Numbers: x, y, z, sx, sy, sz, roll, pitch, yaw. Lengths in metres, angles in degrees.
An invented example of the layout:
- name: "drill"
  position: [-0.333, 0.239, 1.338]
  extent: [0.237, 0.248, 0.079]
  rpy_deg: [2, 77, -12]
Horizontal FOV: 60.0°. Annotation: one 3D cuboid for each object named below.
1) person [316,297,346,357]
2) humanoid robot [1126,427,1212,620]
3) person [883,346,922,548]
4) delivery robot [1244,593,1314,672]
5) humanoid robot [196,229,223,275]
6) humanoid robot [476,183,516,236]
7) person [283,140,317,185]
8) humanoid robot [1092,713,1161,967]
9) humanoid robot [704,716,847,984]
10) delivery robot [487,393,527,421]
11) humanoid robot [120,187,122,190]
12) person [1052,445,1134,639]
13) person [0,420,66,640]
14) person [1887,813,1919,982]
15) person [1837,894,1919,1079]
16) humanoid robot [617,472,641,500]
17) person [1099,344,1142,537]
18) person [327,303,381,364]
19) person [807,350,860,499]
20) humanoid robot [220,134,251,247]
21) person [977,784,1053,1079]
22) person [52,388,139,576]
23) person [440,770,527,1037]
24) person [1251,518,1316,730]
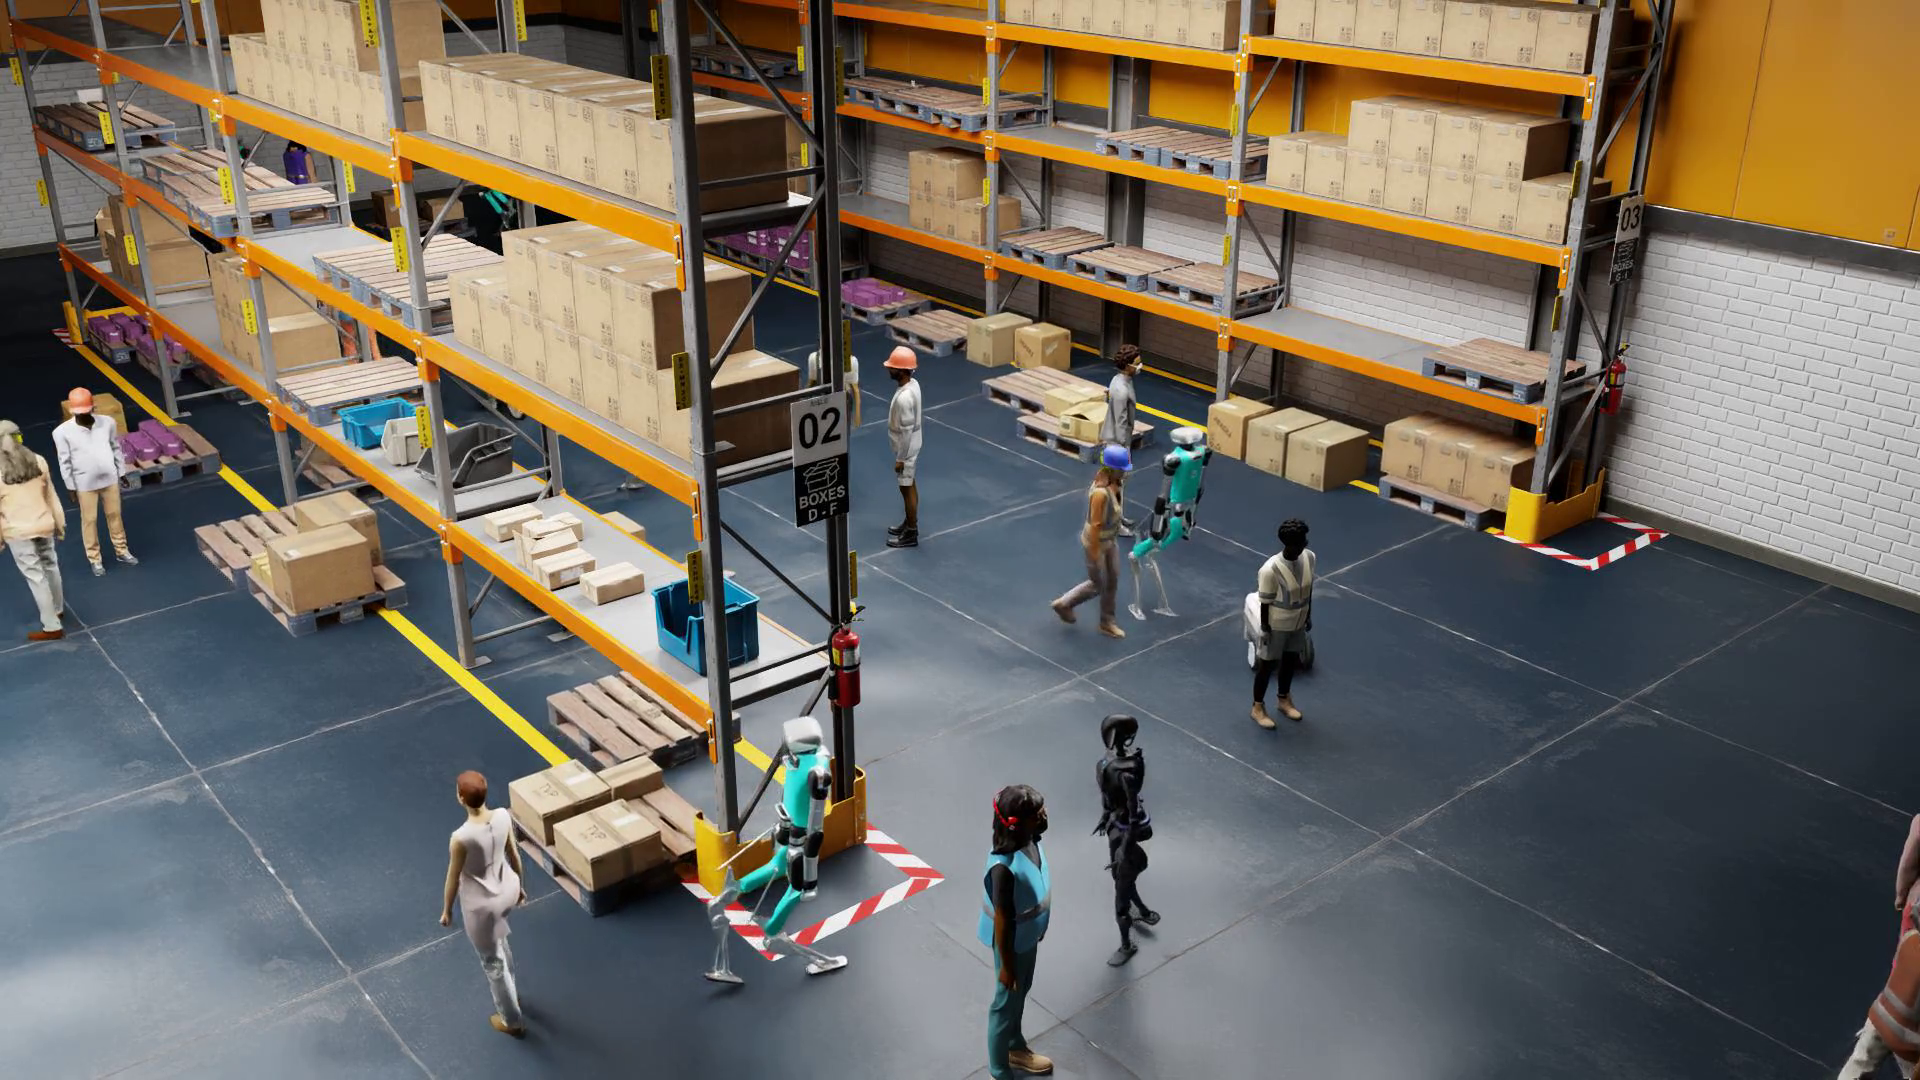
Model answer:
- name: "person"
  position: [-8.041, -3.117, 20.847]
  extent: [0.897, 1.864, 0.668]
  rpy_deg: [7, 24, 16]
- name: "humanoid robot"
  position: [1.687, -0.165, 14.175]
  extent: [0.539, 1.788, 0.784]
  rpy_deg: [-20, 30, -38]
- name: "person"
  position: [-0.532, -0.875, 15.561]
  extent: [0.348, 1.942, 0.544]
  rpy_deg: [1, 23, 2]
- name: "delivery robot"
  position: [2.574, 0.710, 13.613]
  extent: [0.499, 0.575, 0.759]
  rpy_deg: [-2, 23, -5]
- name: "humanoid robot"
  position: [-10.580, -4.115, 23.484]
  extent: [0.683, 1.647, 0.602]
  rpy_deg: [-1, 23, -1]
- name: "humanoid robot"
  position: [-7.536, -5.711, 27.142]
  extent: [0.837, 1.880, 0.550]
  rpy_deg: [8, 25, 18]
- name: "person"
  position: [-10.439, -5.566, 26.436]
  extent: [0.534, 1.931, 0.420]
  rpy_deg: [8, 25, 19]
- name: "humanoid robot"
  position: [1.023, 1.736, 9.854]
  extent: [0.465, 1.648, 0.604]
  rpy_deg: [-3, 24, -8]
- name: "humanoid robot"
  position: [-1.160, 1.882, 9.505]
  extent: [1.027, 1.770, 0.534]
  rpy_deg: [-10, 25, -21]
- name: "delivery robot"
  position: [-5.141, -1.722, 19.290]
  extent: [0.814, 0.610, 0.499]
  rpy_deg: [14, 27, 30]
- name: "humanoid robot"
  position: [-11.883, -4.383, 24.045]
  extent: [0.589, 1.628, 0.709]
  rpy_deg: [10, 25, 23]
- name: "person"
  position: [1.122, 0.002, 13.762]
  extent: [0.608, 1.744, 0.492]
  rpy_deg: [14, 27, 29]
- name: "person"
  position: [-7.780, -0.087, 13.889]
  extent: [0.678, 1.841, 0.572]
  rpy_deg: [17, 28, 34]
- name: "person"
  position: [5.369, 2.024, 9.071]
  extent: [0.327, 1.765, 0.524]
  rpy_deg: [-20, 30, -38]
- name: "person"
  position: [4.771, 2.430, 8.261]
  extent: [0.872, 1.635, 0.467]
  rpy_deg: [-3, 24, -6]
- name: "humanoid robot"
  position: [-3.305, -1.273, 16.726]
  extent: [0.667, 1.791, 0.542]
  rpy_deg: [1, 23, 3]
- name: "person"
  position: [1.516, -0.950, 15.802]
  extent: [0.396, 1.892, 0.544]
  rpy_deg: [2, 23, 4]
- name: "person"
  position: [-7.316, -2.700, 20.038]
  extent: [0.627, 1.744, 0.681]
  rpy_deg: [-9, 25, -20]
- name: "person"
  position: [-1.283, -1.292, 16.673]
  extent: [0.576, 1.824, 0.413]
  rpy_deg: [5, 24, 11]
- name: "humanoid robot"
  position: [-11.744, -5.524, 26.704]
  extent: [0.556, 1.873, 0.820]
  rpy_deg: [14, 27, 29]
- name: "person"
  position: [0.298, 2.110, 8.745]
  extent: [0.392, 1.866, 0.518]
  rpy_deg: [8, 25, 18]
- name: "person"
  position: [-7.807, -0.551, 15.054]
  extent: [0.343, 1.744, 0.561]
  rpy_deg: [18, 29, 36]
- name: "person"
  position: [-2.684, 2.005, 9.269]
  extent: [0.579, 1.642, 0.441]
  rpy_deg: [14, 27, 28]
- name: "person"
  position: [2.422, 0.611, 12.437]
  extent: [0.528, 1.688, 0.322]
  rpy_deg: [-15, 28, -32]
